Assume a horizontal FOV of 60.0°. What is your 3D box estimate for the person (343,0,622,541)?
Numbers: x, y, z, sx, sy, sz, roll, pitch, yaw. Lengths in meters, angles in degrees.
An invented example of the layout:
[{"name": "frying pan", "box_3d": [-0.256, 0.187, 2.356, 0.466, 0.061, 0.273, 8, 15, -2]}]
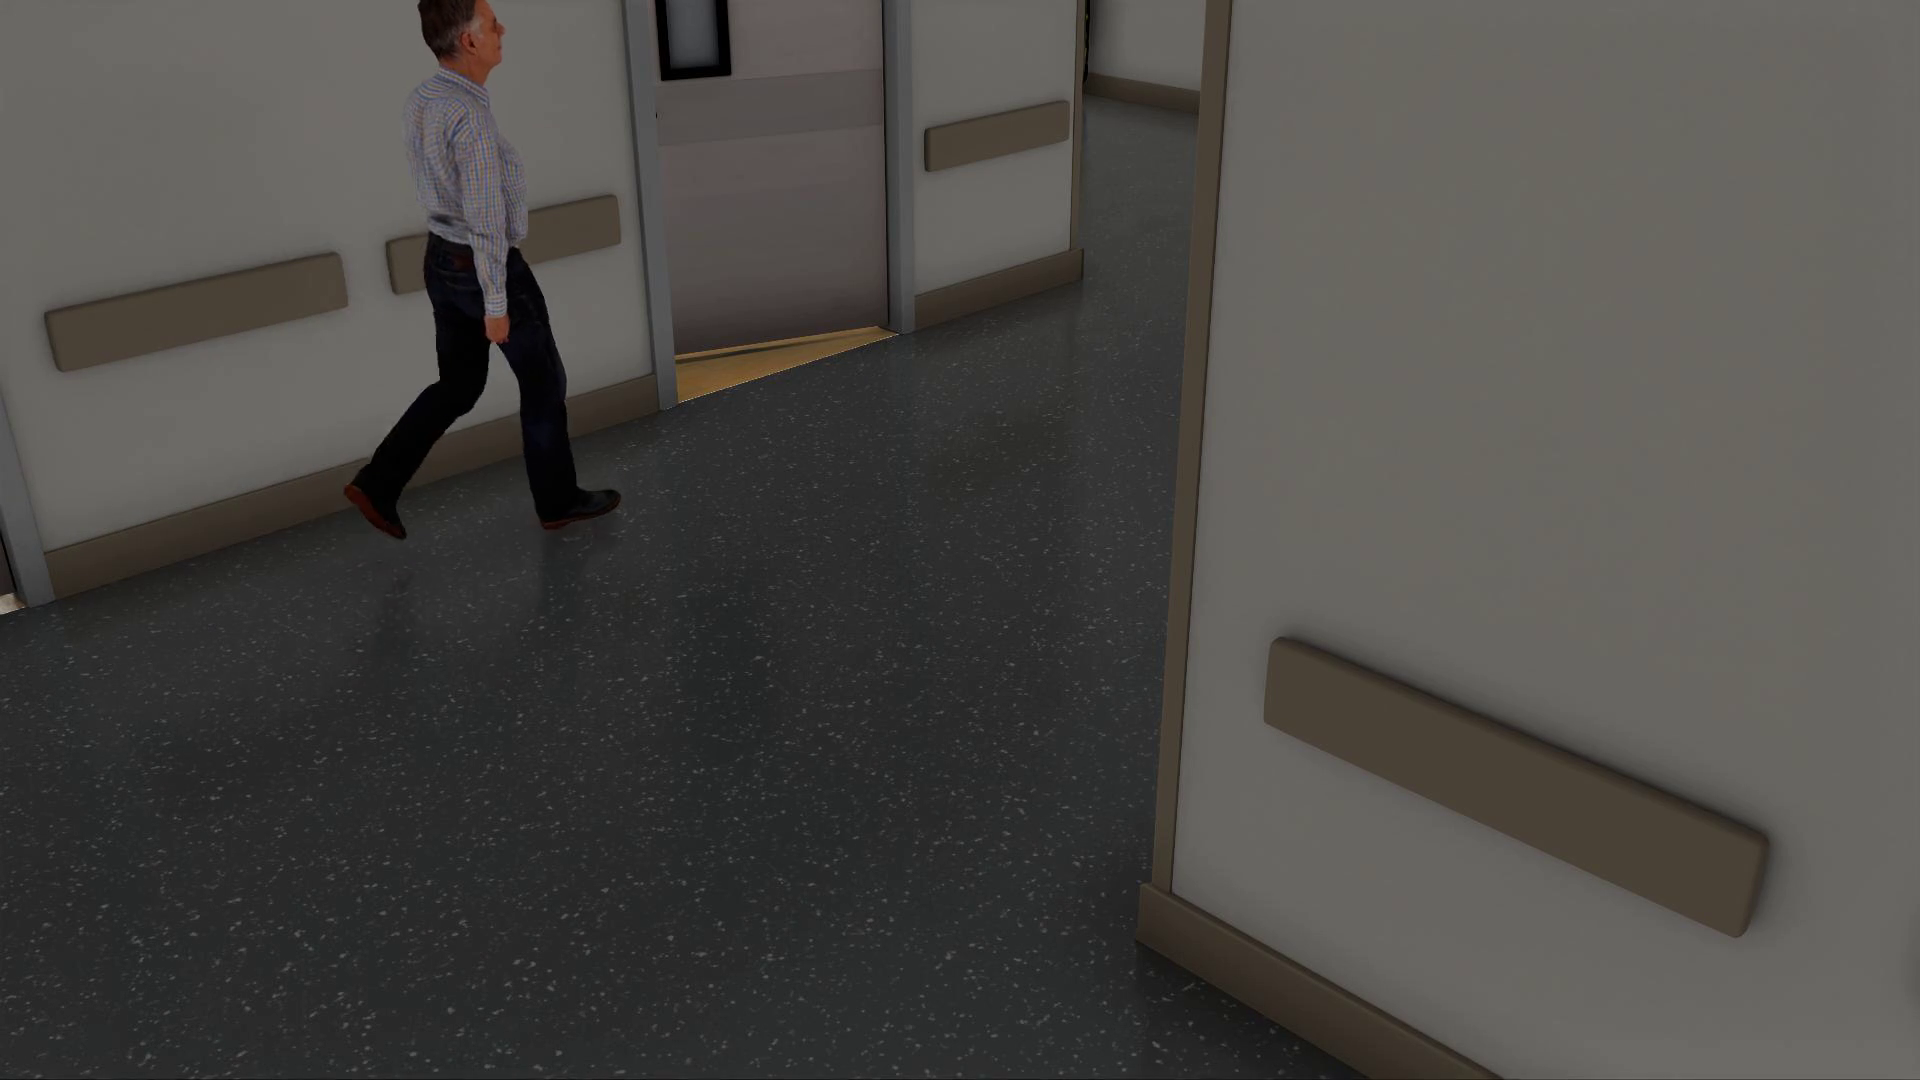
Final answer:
[{"name": "person", "box_3d": [-1.589, -0.806, 5.232, 1.124, 1.793, 0.682, -21, 33, -36]}]
